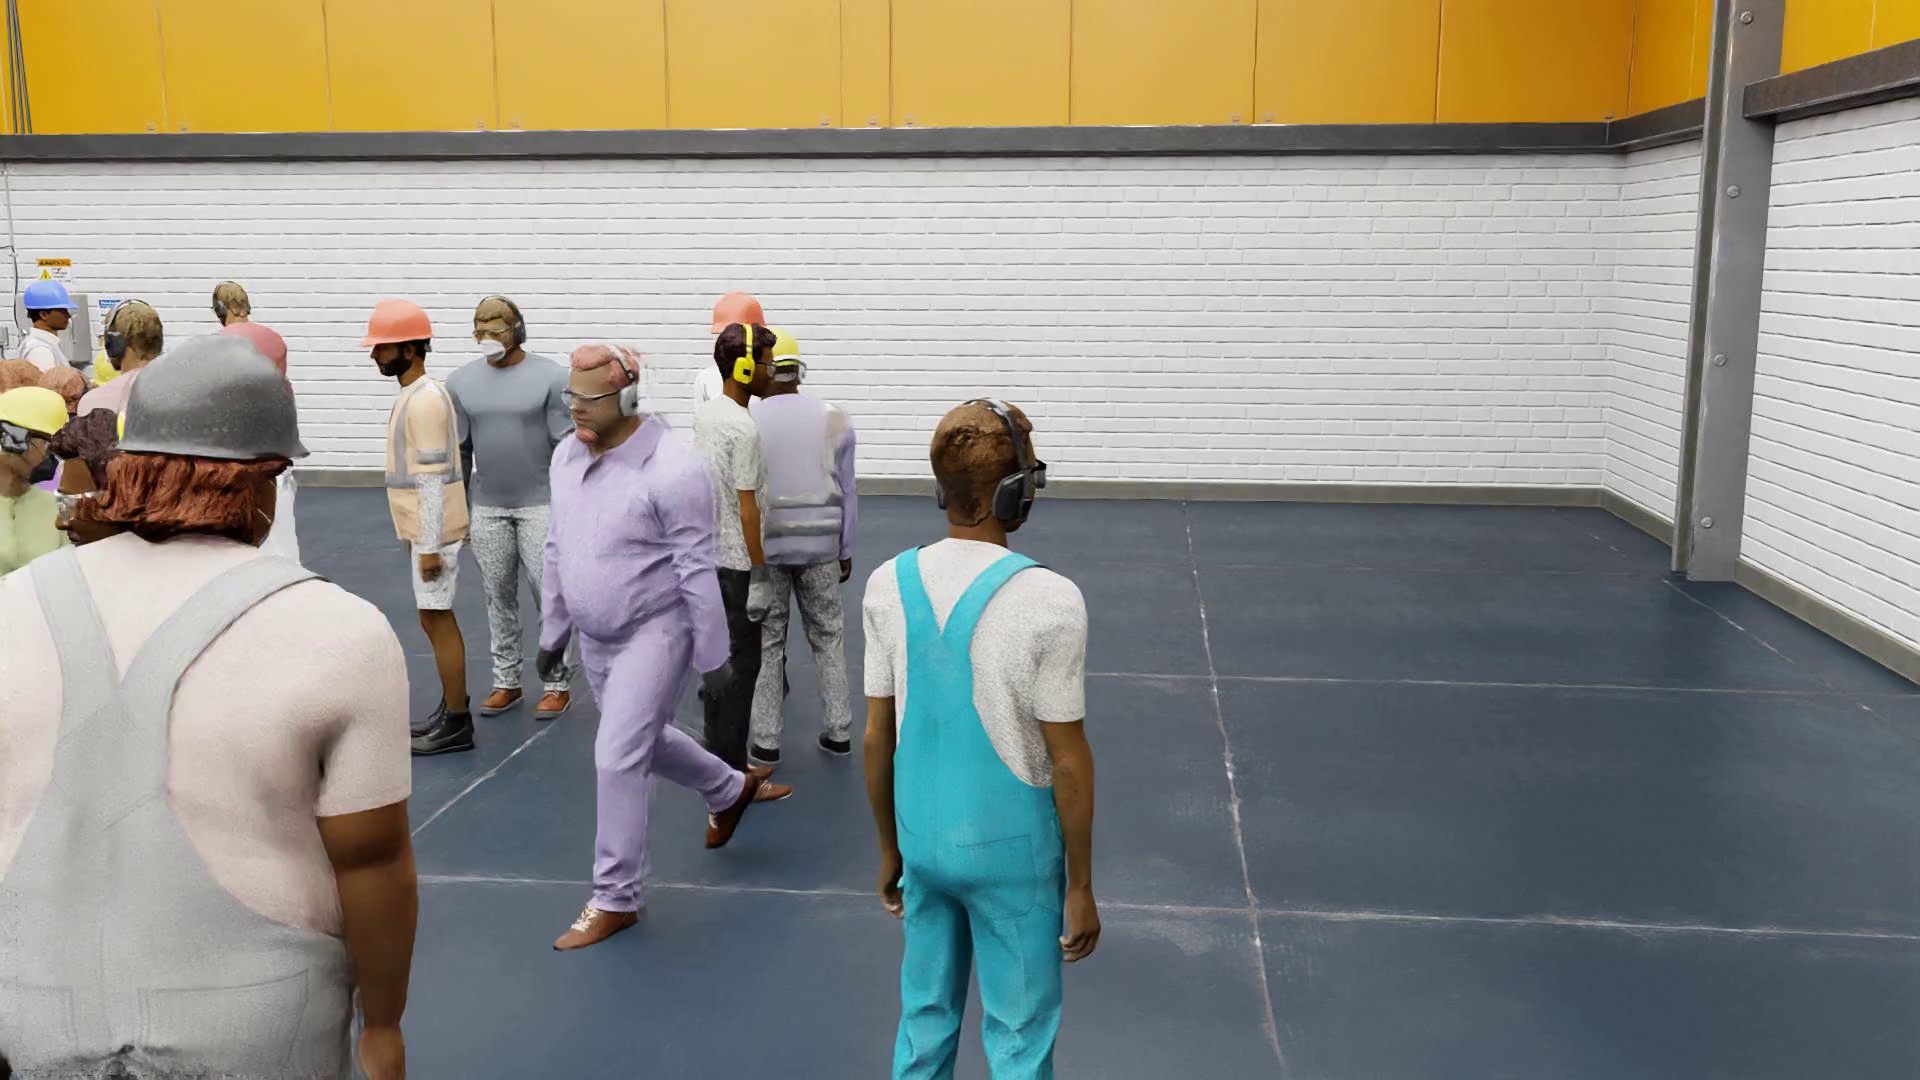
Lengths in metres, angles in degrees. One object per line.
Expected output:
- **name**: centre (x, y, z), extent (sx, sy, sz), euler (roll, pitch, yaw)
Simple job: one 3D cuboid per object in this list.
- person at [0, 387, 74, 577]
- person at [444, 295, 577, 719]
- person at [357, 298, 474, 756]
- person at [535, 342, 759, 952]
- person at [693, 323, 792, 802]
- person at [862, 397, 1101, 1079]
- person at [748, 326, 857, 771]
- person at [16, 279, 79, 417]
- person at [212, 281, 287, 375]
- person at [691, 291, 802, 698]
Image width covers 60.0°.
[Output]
- **person**: centre (-2.891, 0.419, 4.928), extent (0.317, 1.721, 0.678), euler (4, 11, 24)
- **person**: centre (-2.035, -0.145, 7.581), extent (0.641, 1.928, 0.386), euler (1, 10, 7)
- **person**: centre (-2.289, -0.049, 7.036), extent (0.403, 1.928, 0.543), euler (-4, 11, -21)
- **person**: centre (-0.960, 0.289, 5.312), extent (0.660, 1.866, 0.911), euler (9, 13, 40)
- **person**: centre (-0.844, 0.097, 6.403), extent (0.343, 1.857, 0.526), euler (-5, 11, -27)
- **person**: centre (0.044, 0.641, 3.299), extent (0.505, 1.847, 0.348), euler (7, 12, 33)
- **person**: centre (-0.710, 0.033, 6.866), extent (0.592, 1.821, 0.404), euler (-3, 10, -16)
- **person**: centre (-5.508, -0.600, 10.110), extent (0.403, 1.948, 0.605), euler (-5, 11, -28)
- **person**: centre (-4.491, -0.651, 10.450), extent (0.371, 1.934, 0.627), euler (4, 11, 24)
- **person**: centre (-1.008, -0.190, 7.799), extent (0.552, 1.934, 0.373), euler (3, 10, 15)
